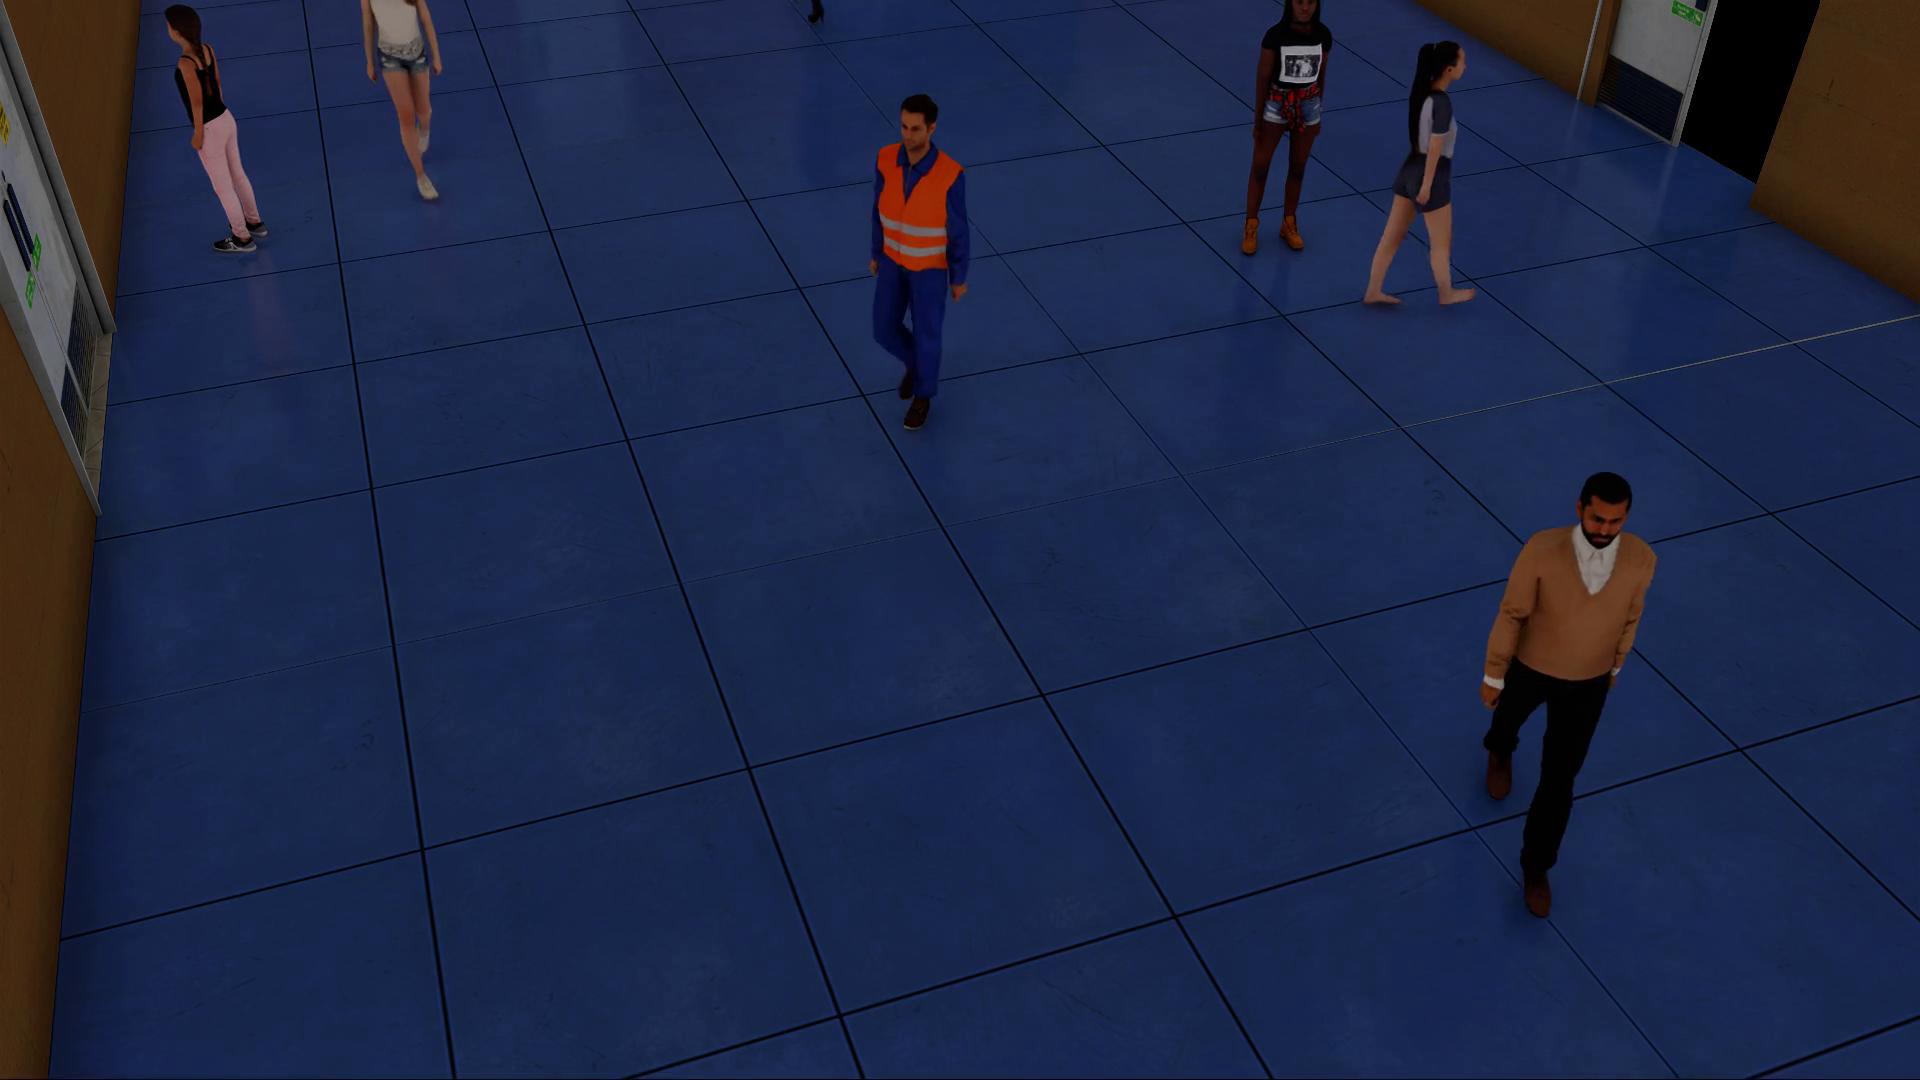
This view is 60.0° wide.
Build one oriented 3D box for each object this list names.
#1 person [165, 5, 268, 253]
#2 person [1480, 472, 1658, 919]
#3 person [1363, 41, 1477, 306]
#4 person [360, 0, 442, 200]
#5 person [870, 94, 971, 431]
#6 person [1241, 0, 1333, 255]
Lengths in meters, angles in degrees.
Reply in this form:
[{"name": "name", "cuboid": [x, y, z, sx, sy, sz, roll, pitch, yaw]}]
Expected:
[{"name": "person", "cuboid": [-4.662, -2.568, 10.383, 0.625, 1.565, 0.609, 3, 37, 5]}, {"name": "person", "cuboid": [2.221, 0.446, 6.246, 1.225, 1.710, 1.133, 6, 37, 8]}, {"name": "person", "cuboid": [2.608, -2.070, 9.668, 0.929, 1.627, 0.700, -6, 37, -8]}, {"name": "person", "cuboid": [-3.729, -3.221, 11.125, 1.063, 1.718, 0.732, -13, 39, -17]}, {"name": "person", "cuboid": [-0.199, -1.469, 8.676, 0.887, 1.855, 0.954, 13, 39, 16]}, {"name": "person", "cuboid": [2.036, -2.623, 10.320, 0.596, 1.728, 0.716, -5, 37, -7]}]
